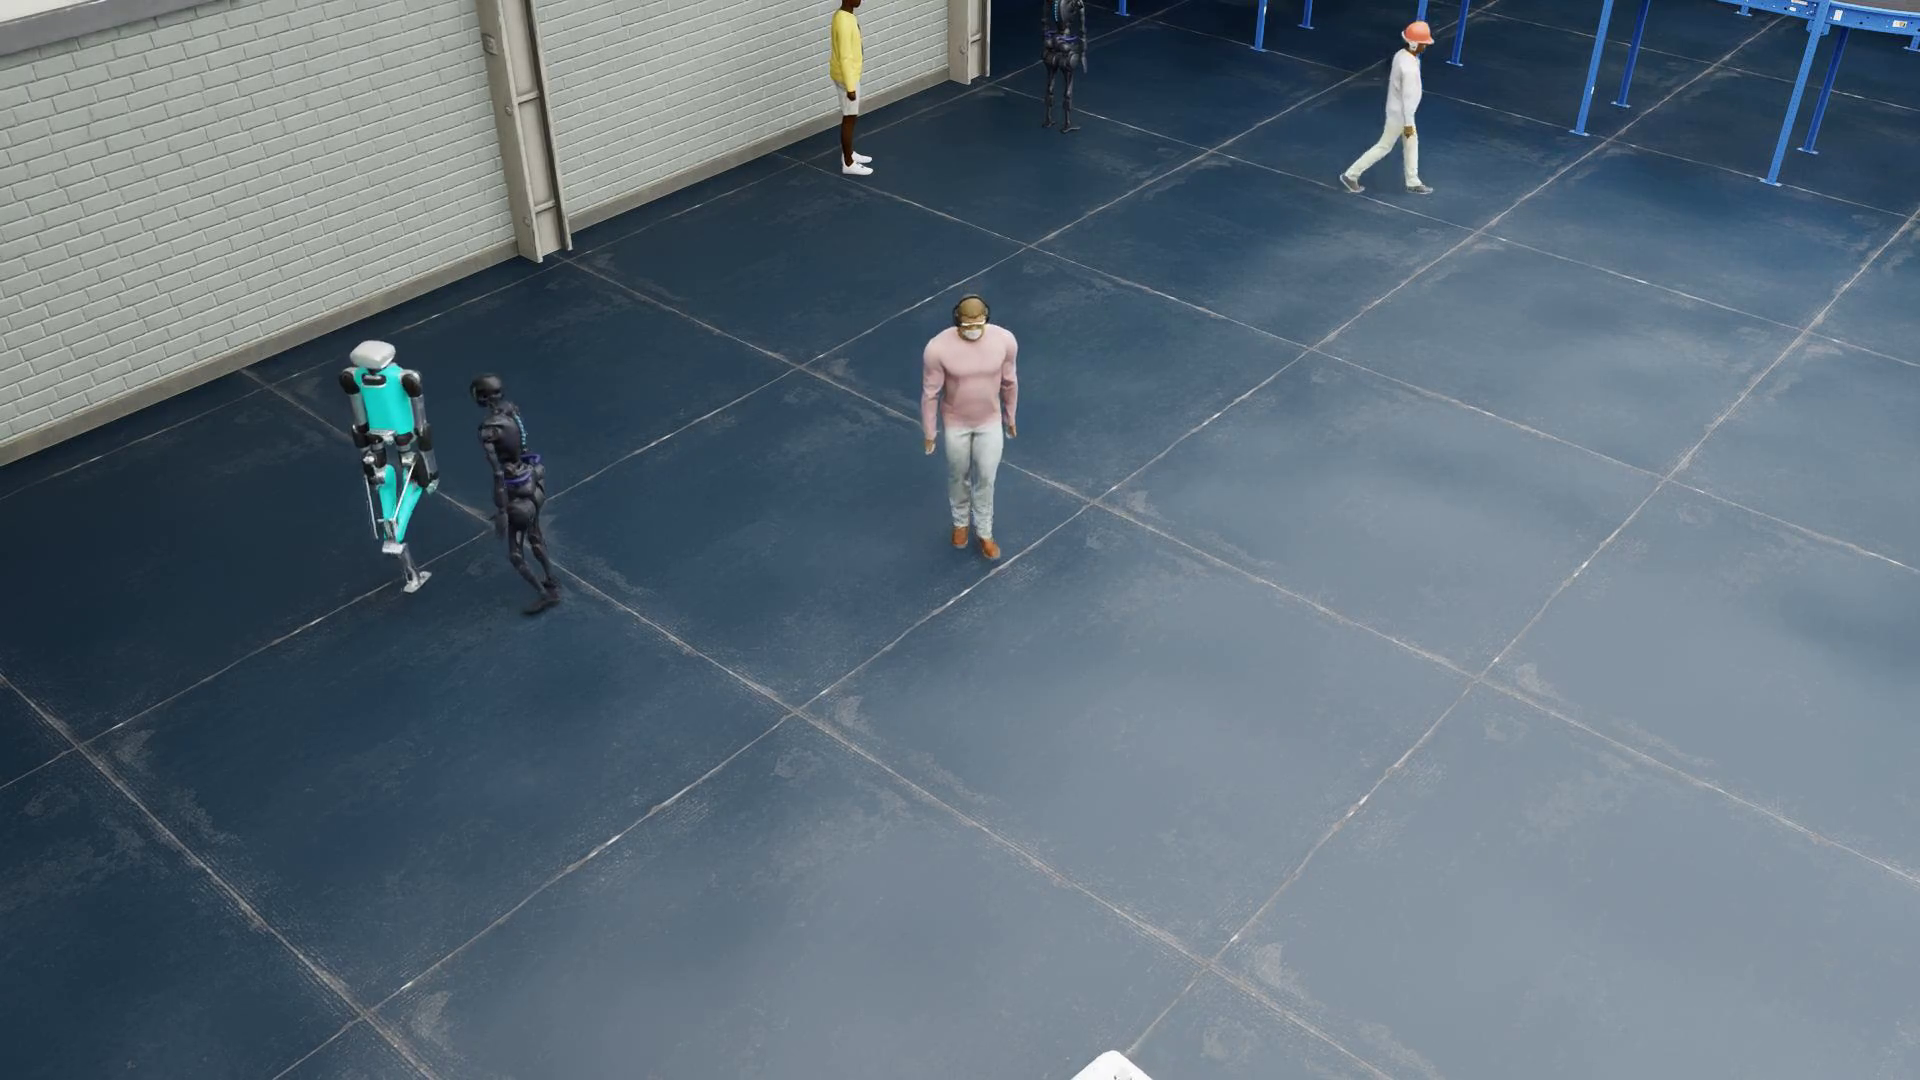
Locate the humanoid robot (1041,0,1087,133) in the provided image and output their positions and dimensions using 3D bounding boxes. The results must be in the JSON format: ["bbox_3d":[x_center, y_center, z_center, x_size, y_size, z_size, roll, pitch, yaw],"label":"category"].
[{"bbox_3d":[1.061,-5.112,17.339,0.599,1.657,0.315,27,43,32],"label":"humanoid robot"}]

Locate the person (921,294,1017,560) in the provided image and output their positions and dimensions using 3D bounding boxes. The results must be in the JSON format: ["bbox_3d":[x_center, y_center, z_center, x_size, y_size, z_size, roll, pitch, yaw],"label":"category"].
[{"bbox_3d":[0.071,-0.751,11.025,0.646,1.933,0.454,-6,36,-8],"label":"person"}]

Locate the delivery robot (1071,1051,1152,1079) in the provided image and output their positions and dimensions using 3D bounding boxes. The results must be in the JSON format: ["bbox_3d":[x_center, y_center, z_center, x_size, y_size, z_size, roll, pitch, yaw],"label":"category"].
[{"bbox_3d":[0.549,2.643,7.422,0.765,0.585,0.499,-29,44,-34],"label":"delivery robot"}]

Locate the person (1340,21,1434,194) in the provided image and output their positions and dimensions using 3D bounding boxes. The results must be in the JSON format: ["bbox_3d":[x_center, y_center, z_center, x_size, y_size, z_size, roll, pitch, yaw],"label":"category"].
[{"bbox_3d":[4.183,-4.125,15.936,0.891,1.708,0.564,5,36,8],"label":"person"}]

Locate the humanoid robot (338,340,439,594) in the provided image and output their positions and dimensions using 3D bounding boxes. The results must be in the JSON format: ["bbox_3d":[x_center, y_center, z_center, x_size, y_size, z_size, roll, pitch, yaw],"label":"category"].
[{"bbox_3d":[-3.658,-0.325,10.607,0.548,1.802,0.794,5,36,7],"label":"humanoid robot"}]

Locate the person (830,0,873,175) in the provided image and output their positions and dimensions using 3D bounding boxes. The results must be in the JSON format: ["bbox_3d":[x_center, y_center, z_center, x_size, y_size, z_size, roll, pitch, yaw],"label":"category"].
[{"bbox_3d":[-1.078,-4.554,16.386,0.399,1.894,0.538,0,35,0],"label":"person"}]

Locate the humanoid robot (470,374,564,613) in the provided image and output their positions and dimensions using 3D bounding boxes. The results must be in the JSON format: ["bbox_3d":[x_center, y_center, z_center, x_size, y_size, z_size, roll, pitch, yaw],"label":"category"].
[{"bbox_3d":[-2.805,-0.311,10.615,0.409,1.636,0.612,2,36,3],"label":"humanoid robot"}]
